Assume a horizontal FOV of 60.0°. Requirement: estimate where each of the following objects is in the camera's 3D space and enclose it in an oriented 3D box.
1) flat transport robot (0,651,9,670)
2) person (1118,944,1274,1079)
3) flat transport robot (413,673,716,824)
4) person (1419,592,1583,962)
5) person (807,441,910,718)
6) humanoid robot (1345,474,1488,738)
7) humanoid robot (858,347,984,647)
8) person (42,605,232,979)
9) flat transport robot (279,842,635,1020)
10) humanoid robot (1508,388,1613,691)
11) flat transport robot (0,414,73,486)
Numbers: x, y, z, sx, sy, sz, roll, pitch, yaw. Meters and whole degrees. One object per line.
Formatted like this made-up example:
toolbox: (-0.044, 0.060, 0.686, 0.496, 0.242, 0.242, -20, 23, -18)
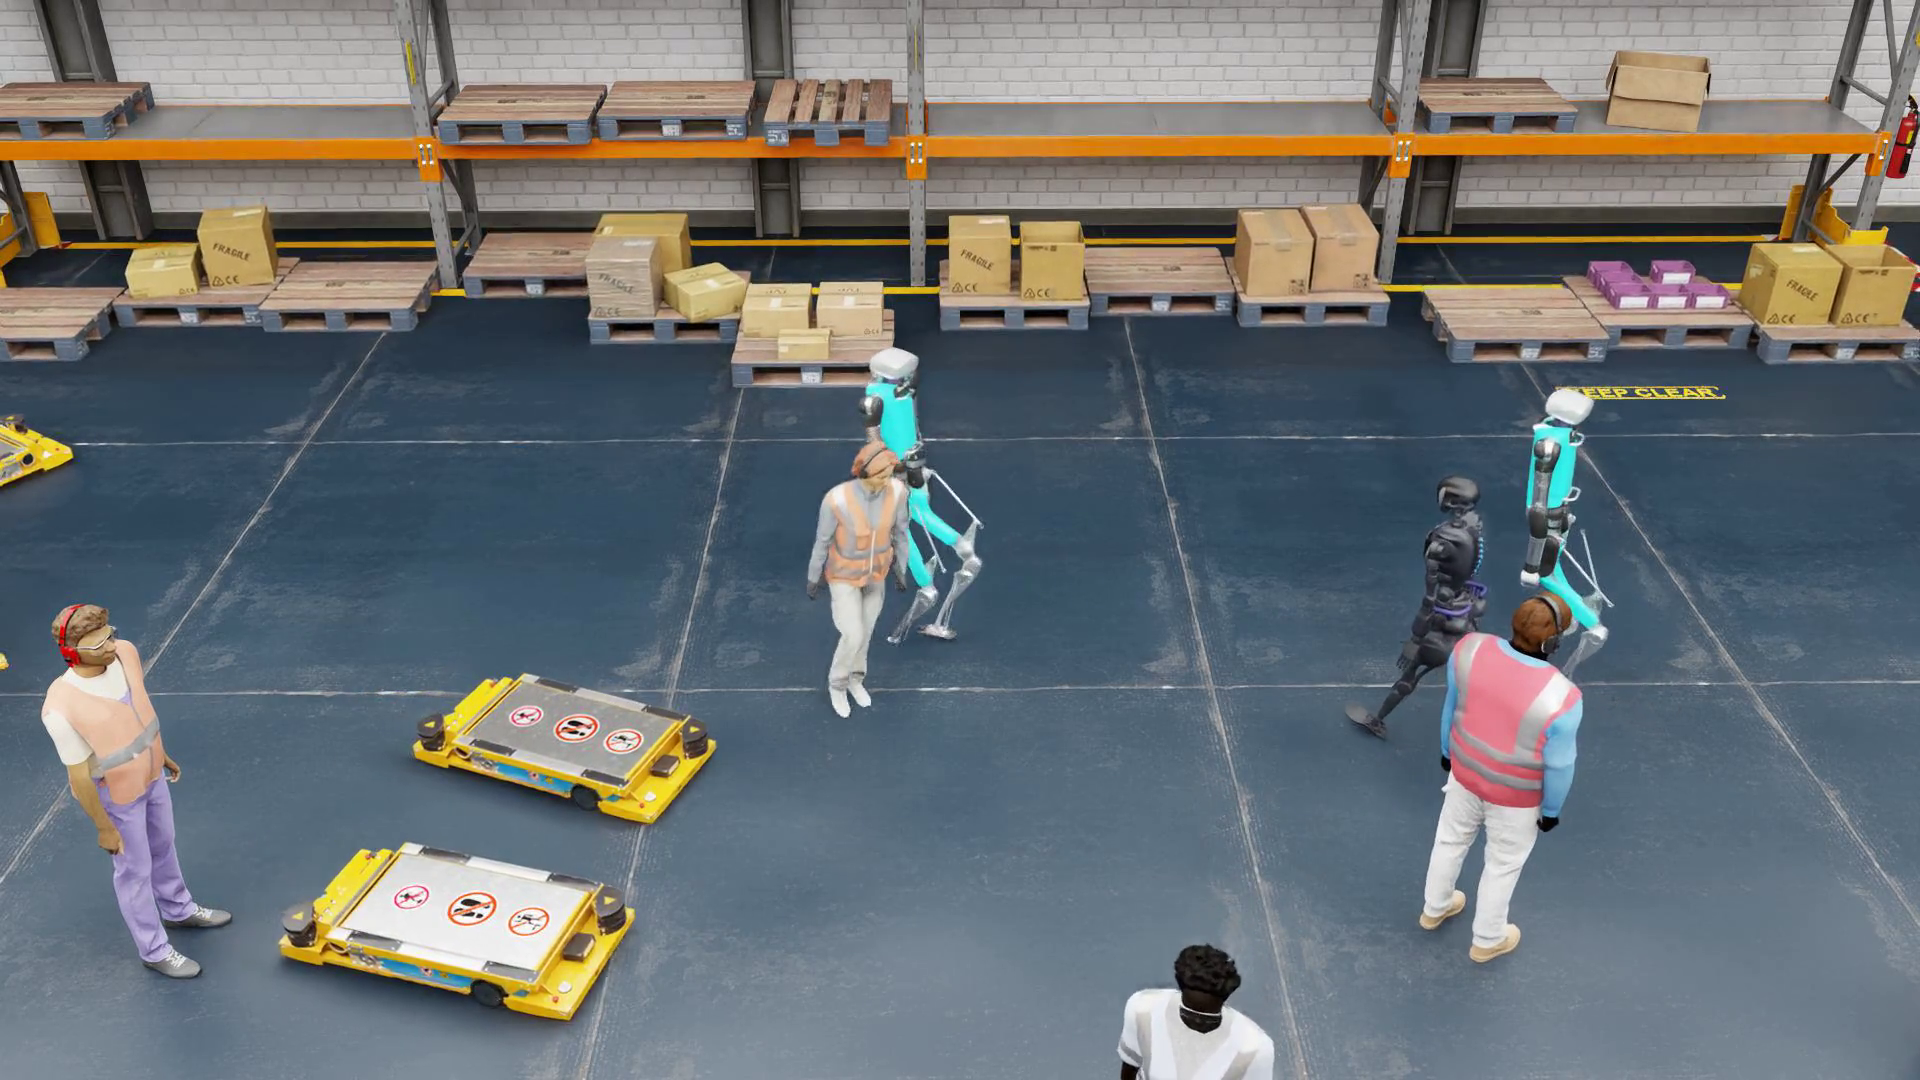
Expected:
flat transport robot: (-6.099, 0.777, 9.118, 1.431, 0.231, 0.659, -25, 39, -35)
person: (0.771, 2.023, 5.663, 0.547, 1.681, 0.395, 11, 33, 18)
flat transport robot: (-2.059, 1.052, 8.659, 1.431, 0.231, 0.659, 12, 33, 19)
person: (2.345, 1.020, 7.201, 0.431, 1.835, 0.628, -22, 38, -32)
person: (-0.524, 0.202, 8.758, 0.568, 1.611, 0.430, -19, 36, -29)
humanoid robot: (2.457, 0.398, 8.424, 0.803, 1.623, 0.590, 24, 38, 34)
humanoid robot: (-0.152, -0.173, 9.303, 0.773, 1.801, 0.567, 14, 34, 22)
person: (-3.564, 1.060, 7.115, 0.386, 1.845, 0.567, 2, 31, 3)
flat transport robot: (-2.268, 1.737, 7.518, 1.431, 0.231, 0.659, 8, 32, 14)
humanoid robot: (3.266, 0.069, 8.875, 0.862, 1.780, 0.559, 16, 35, 25)
flat transport robot: (-6.798, -0.421, 11.113, 0.659, 0.231, 1.431, 19, 36, 28)
